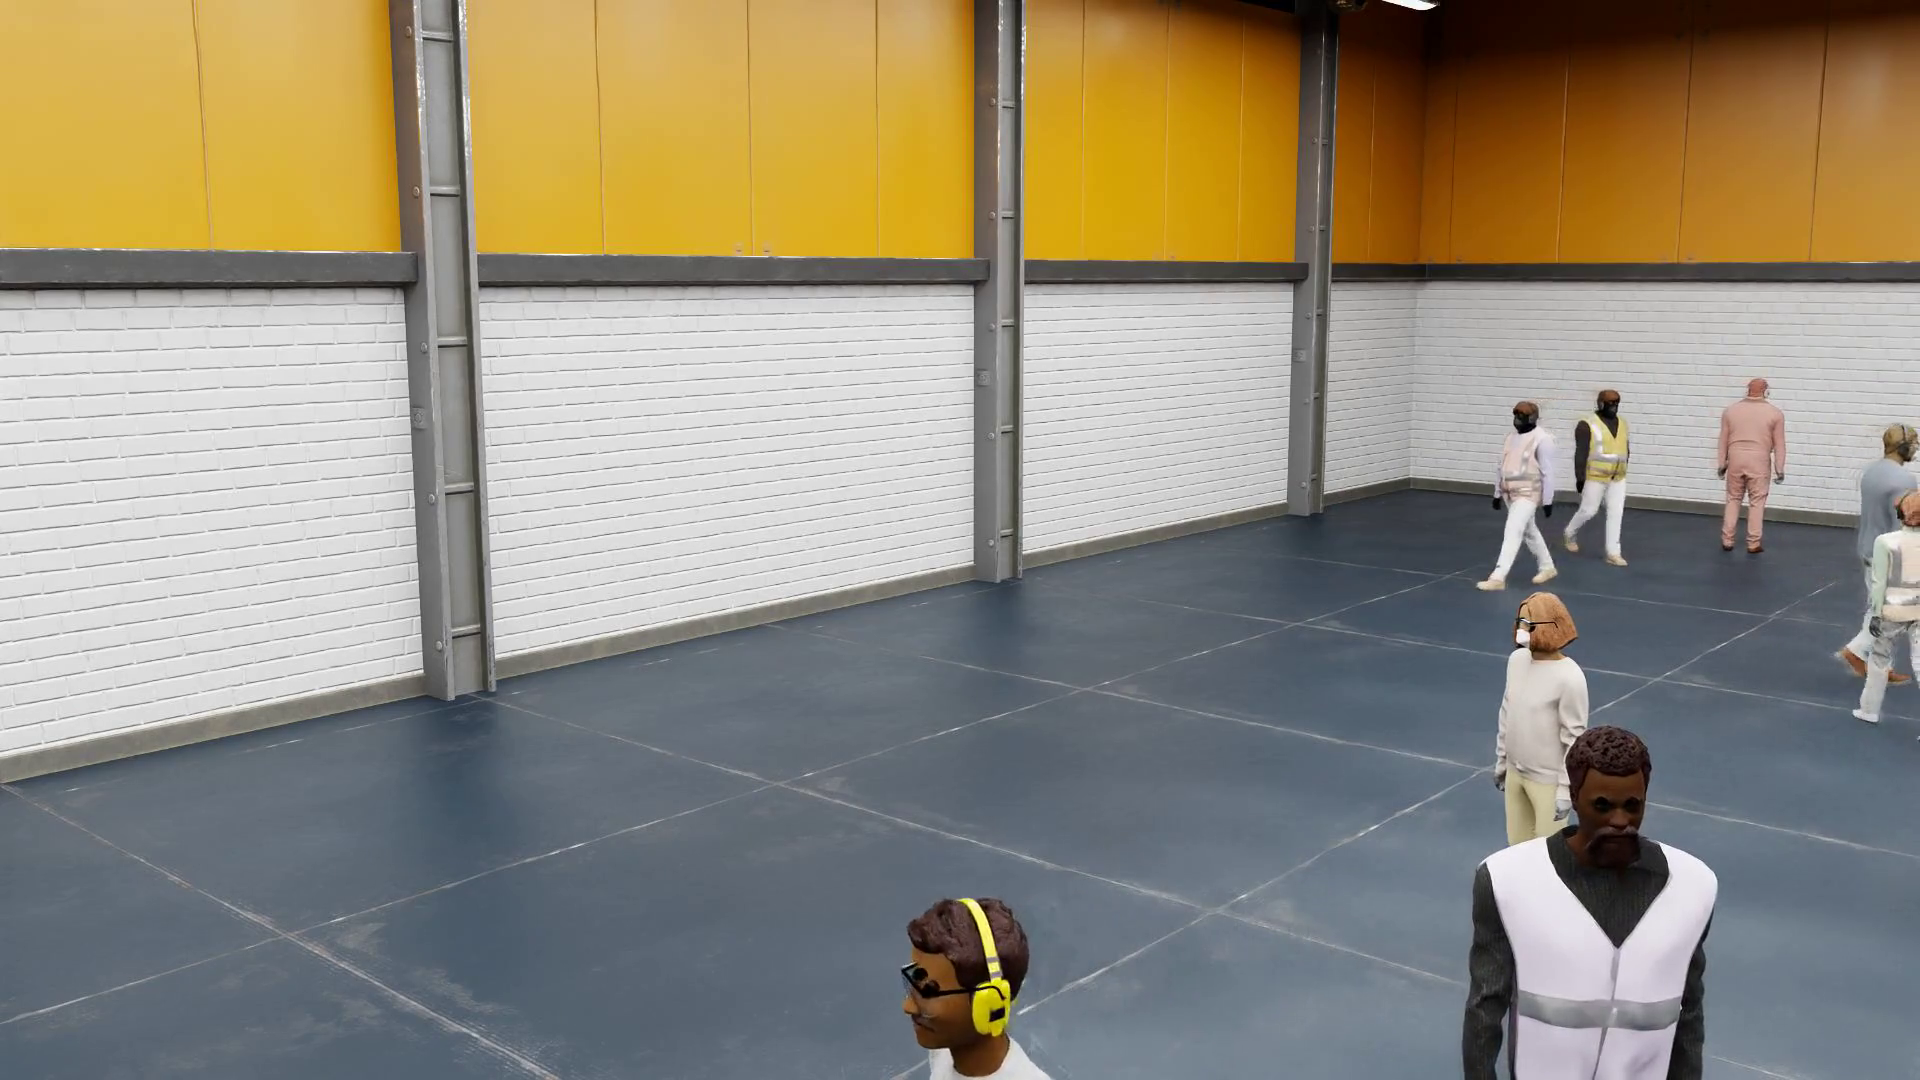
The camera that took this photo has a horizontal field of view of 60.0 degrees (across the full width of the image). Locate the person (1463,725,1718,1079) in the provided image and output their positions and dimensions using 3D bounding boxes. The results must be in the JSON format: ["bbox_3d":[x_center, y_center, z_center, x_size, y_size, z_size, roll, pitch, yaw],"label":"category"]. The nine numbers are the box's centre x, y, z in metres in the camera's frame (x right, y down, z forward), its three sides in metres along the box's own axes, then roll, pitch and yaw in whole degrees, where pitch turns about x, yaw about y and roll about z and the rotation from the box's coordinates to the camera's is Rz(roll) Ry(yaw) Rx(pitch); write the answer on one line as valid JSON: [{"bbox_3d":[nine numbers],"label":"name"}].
[{"bbox_3d":[1.529,1.376,4.103,0.597,1.916,0.372,0,9,-1],"label":"person"}]

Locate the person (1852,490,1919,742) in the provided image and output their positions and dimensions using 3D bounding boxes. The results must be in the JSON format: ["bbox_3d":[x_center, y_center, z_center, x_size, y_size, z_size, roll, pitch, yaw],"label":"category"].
[{"bbox_3d":[6.130,0.480,10.723,0.530,1.599,0.849,0,9,2],"label":"person"}]

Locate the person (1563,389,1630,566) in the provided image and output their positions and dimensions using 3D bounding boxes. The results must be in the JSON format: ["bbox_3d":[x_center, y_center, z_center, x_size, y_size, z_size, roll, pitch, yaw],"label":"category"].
[{"bbox_3d":[6.652,-0.675,17.308,0.636,1.815,0.817,-2,9,-14],"label":"person"}]

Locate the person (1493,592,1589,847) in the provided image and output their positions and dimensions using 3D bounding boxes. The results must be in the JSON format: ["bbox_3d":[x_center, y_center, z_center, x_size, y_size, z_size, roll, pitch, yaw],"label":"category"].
[{"bbox_3d":[2.478,1.030,7.168,0.279,1.633,0.505,-3,10,-18],"label":"person"}]

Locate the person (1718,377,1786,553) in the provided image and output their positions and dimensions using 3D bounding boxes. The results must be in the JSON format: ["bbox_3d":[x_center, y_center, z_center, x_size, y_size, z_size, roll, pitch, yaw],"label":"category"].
[{"bbox_3d":[8.530,-0.806,17.927,0.666,1.888,0.399,9,12,43],"label":"person"}]

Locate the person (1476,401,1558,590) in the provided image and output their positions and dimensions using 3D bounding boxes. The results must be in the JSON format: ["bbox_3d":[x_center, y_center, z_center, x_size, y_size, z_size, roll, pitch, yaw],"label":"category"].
[{"bbox_3d":[5.379,-0.432,15.850,0.978,1.798,0.635,-3,10,-18],"label":"person"}]

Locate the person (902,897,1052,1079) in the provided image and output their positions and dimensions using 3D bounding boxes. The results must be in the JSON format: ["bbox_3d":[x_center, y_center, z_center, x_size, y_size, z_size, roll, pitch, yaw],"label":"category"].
[{"bbox_3d":[0.116,1.555,3.222,0.696,1.853,0.524,-3,10,-21],"label":"person"}]

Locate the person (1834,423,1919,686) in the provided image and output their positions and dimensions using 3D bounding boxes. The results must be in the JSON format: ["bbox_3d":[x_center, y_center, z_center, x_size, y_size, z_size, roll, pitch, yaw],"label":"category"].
[{"bbox_3d":[6.656,0.118,11.969,0.465,1.928,0.652,1,9,7],"label":"person"}]
